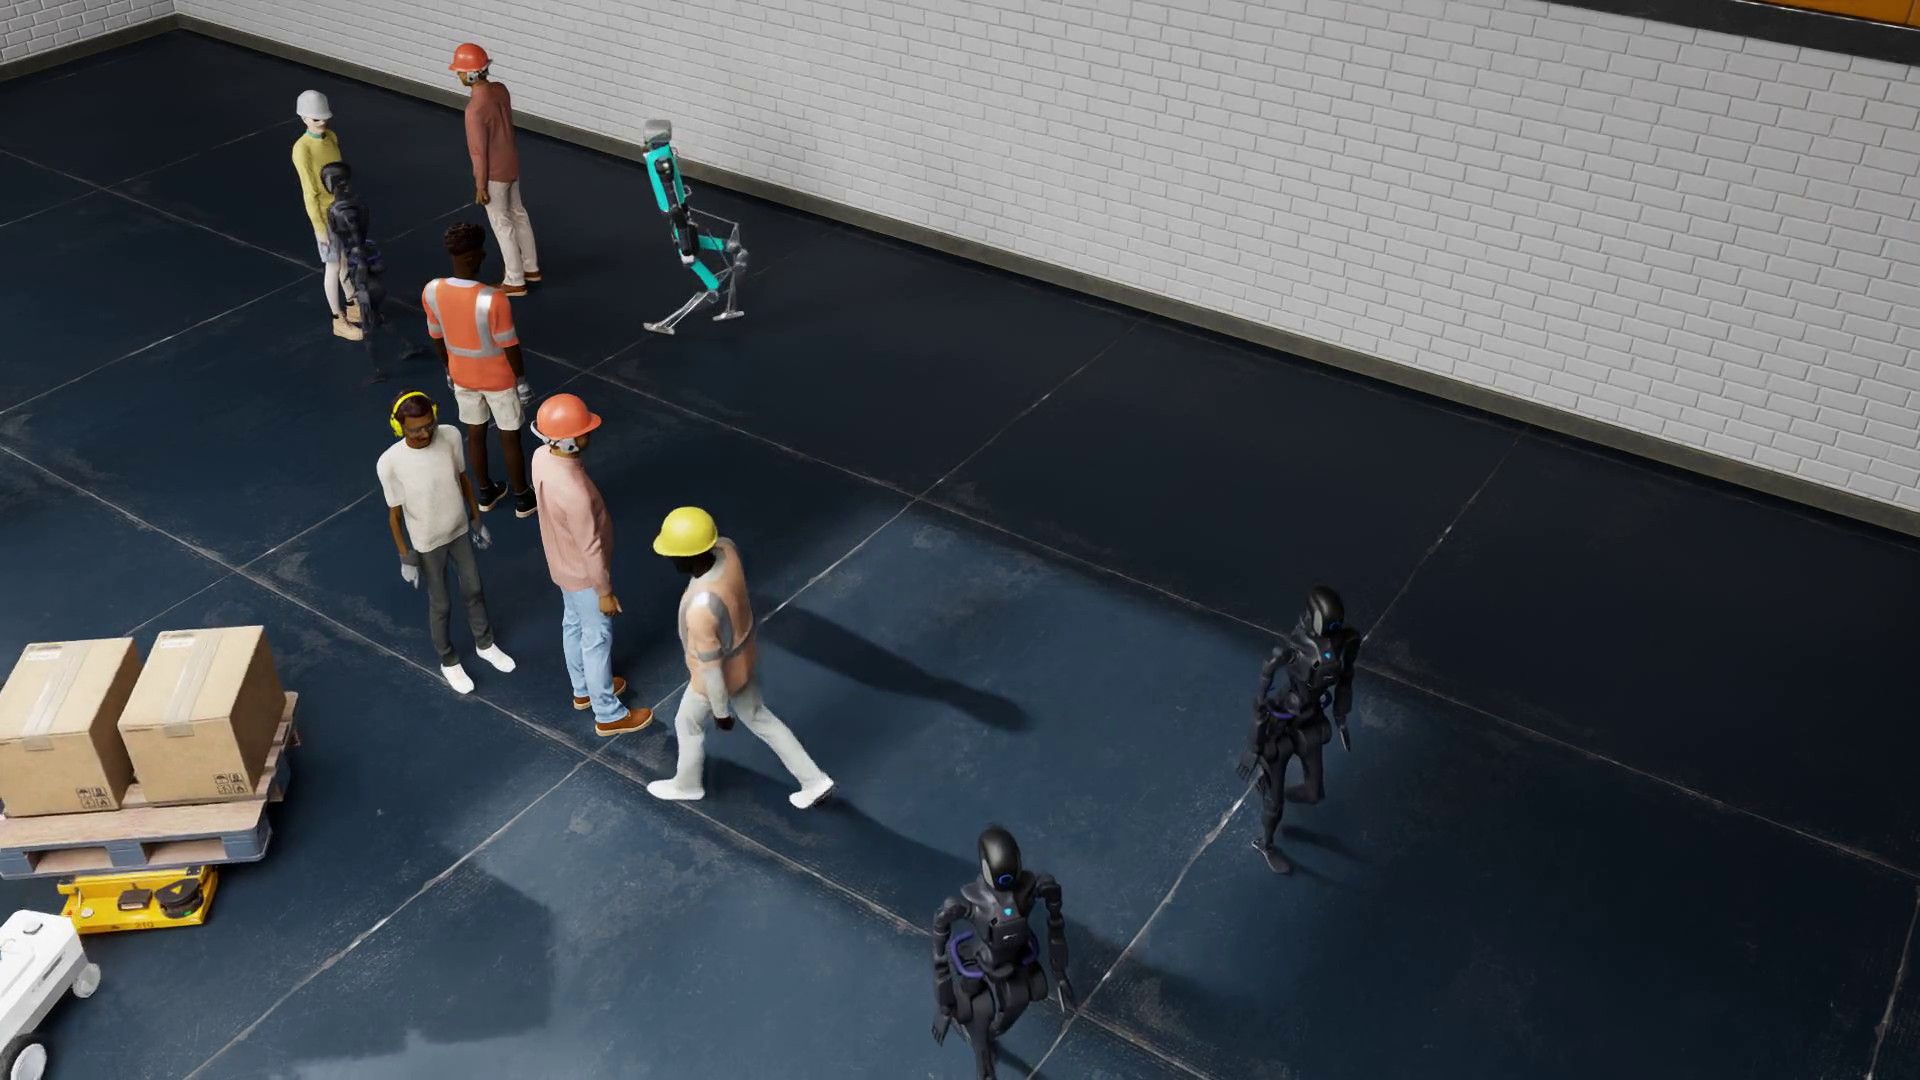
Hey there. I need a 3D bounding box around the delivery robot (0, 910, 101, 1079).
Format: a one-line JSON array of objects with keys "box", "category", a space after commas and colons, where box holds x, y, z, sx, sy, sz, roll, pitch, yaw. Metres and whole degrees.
[{"box": [-4.125, 1.979, 7.180, 0.499, 0.587, 0.788, 7, 36, 10], "category": "delivery robot"}]

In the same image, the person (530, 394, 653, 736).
[{"box": [-1.934, 0.132, 8.571, 0.376, 1.995, 0.610, -20, 40, -26], "category": "person"}]

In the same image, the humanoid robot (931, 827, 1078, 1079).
[{"box": [0.164, 1.741, 6.601, 0.601, 1.637, 0.789, -12, 37, -16], "category": "humanoid robot"}]

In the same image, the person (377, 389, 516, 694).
[{"box": [-2.754, 0.004, 8.878, 0.346, 1.856, 0.521, 26, 43, 32], "category": "person"}]

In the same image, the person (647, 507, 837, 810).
[{"box": [-1.111, 0.604, 7.993, 0.946, 1.880, 0.596, 9, 36, 12], "category": "person"}]

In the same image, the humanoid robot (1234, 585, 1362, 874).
[{"box": [1.530, 0.838, 7.839, 0.609, 1.636, 0.473, -16, 38, -22], "category": "humanoid robot"}]

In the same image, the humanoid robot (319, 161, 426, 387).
[{"box": [-4.155, -1.903, 11.776, 0.549, 1.645, 0.589, -18, 39, -24], "category": "humanoid robot"}]

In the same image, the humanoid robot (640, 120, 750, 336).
[{"box": [-1.903, -2.269, 12.227, 1.014, 1.721, 0.537, -11, 36, -15], "category": "humanoid robot"}]

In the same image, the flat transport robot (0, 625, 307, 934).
[{"box": [-3.954, 1.361, 8.318, 0.659, 0.231, 1.431, -4, 35, -5], "category": "flat transport robot"}]

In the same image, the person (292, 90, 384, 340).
[{"box": [-4.641, -2.406, 12.291, 0.395, 1.888, 0.480, 8, 36, 11], "category": "person"}]

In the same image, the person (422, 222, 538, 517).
[{"box": [-2.924, -1.029, 10.261, 0.602, 1.958, 0.376, 11, 37, 16], "category": "person"}]

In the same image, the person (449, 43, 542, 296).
[{"box": [-3.603, -2.857, 12.853, 0.399, 1.987, 0.613, 6, 36, 9], "category": "person"}]
